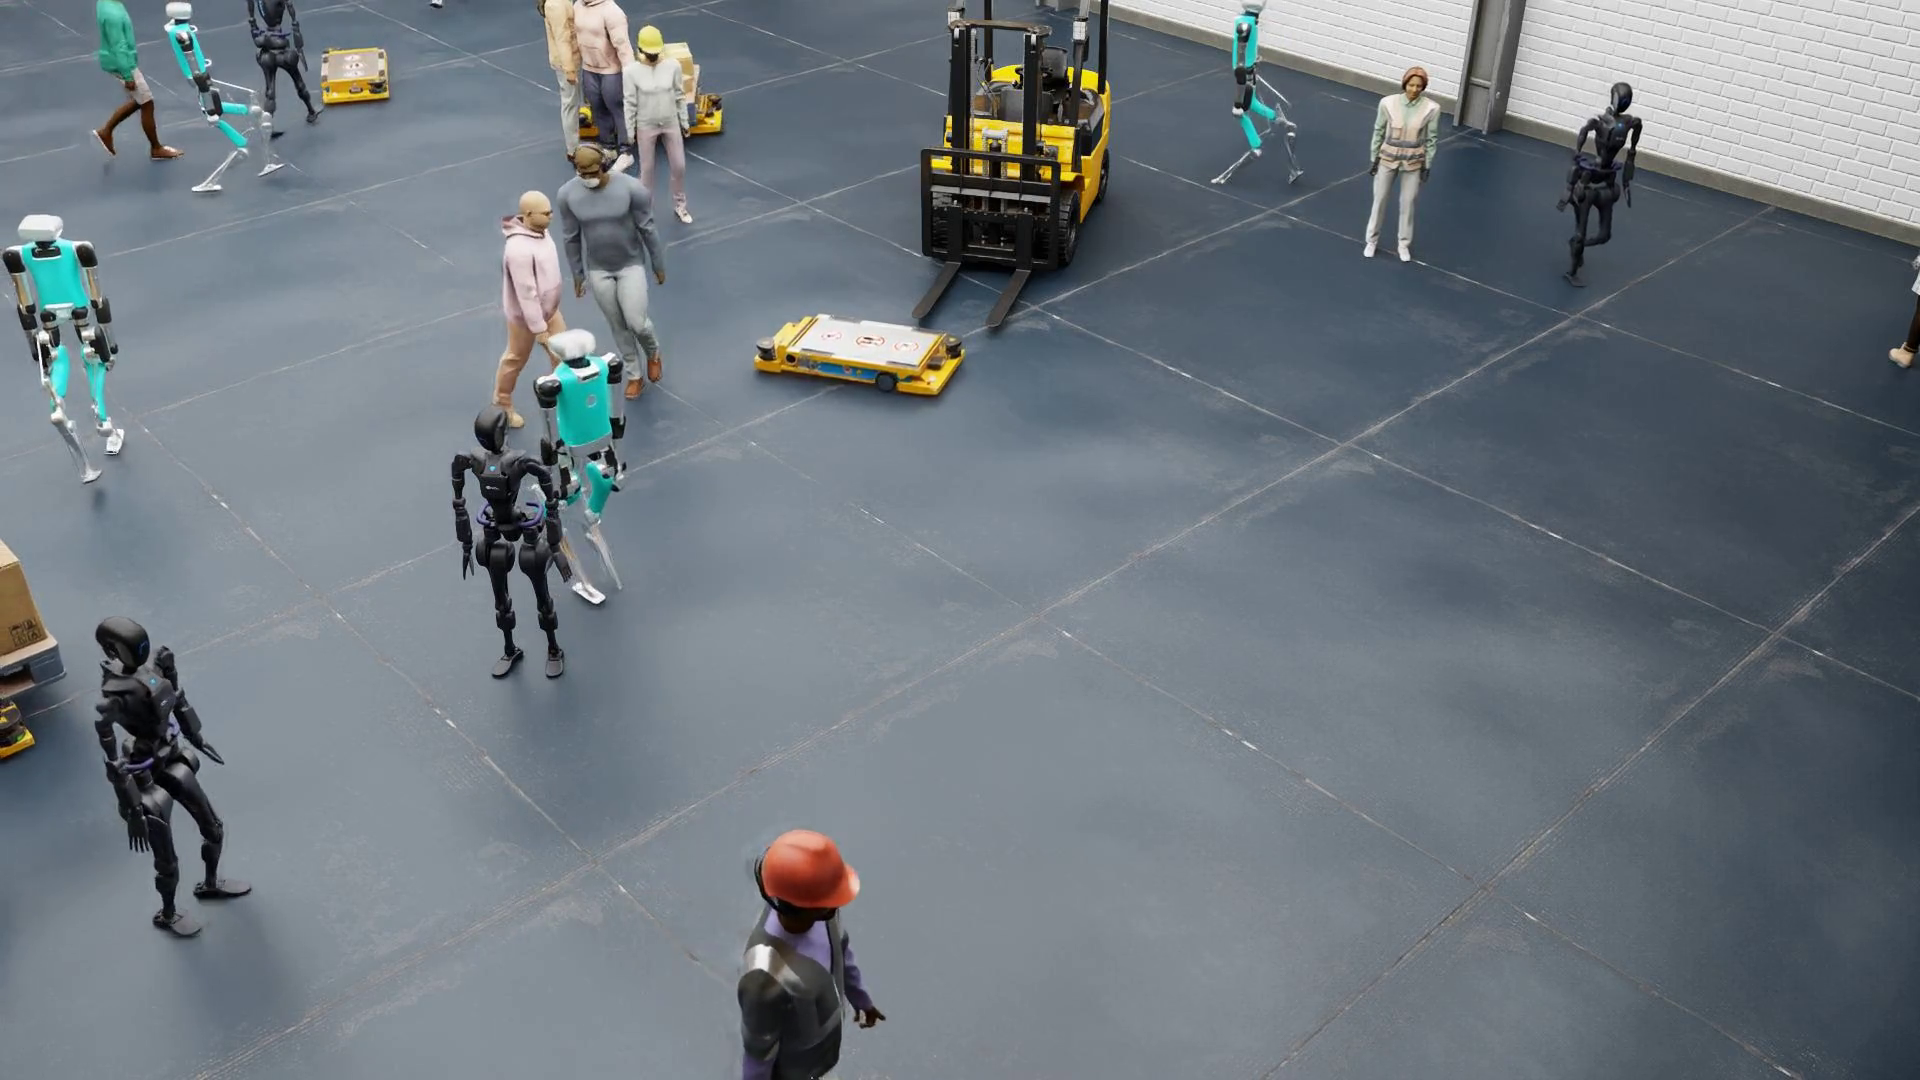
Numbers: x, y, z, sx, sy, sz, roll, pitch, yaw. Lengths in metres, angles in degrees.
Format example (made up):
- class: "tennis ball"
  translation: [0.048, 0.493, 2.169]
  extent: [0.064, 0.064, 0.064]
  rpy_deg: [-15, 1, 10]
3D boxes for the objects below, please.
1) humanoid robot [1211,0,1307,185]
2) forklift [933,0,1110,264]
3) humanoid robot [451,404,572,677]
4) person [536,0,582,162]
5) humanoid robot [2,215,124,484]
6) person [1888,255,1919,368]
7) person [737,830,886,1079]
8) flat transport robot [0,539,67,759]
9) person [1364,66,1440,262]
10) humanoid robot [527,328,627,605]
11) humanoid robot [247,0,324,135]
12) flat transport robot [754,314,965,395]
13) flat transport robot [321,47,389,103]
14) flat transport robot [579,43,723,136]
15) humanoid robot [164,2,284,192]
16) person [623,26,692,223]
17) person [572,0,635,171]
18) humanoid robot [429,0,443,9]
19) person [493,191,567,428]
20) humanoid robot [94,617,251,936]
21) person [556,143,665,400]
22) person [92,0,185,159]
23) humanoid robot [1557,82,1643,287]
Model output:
- class: "humanoid robot"
  translation: [2.808, -3.994, 15.027]
  extent: [1.041, 1.792, 0.531]
  rpy_deg: [8, 34, 13]
- class: "forklift"
  translation: [0.570, -3.725, 14.138]
  extent: [1.214, 2.155, 2.313]
  rpy_deg: [9, 34, 13]
- class: "humanoid robot"
  translation: [-2.370, 0.019, 8.844]
  extent: [0.599, 1.653, 0.315]
  rpy_deg: [2, 33, 3]
- class: "person"
  translation: [-3.704, -4.497, 15.614]
  extent: [0.402, 1.875, 0.565]
  rpy_deg: [-6, 34, -9]
- class: "humanoid robot"
  translation: [-5.672, -1.112, 10.595]
  extent: [0.533, 1.780, 1.029]
  rpy_deg: [-9, 34, -13]
- class: "person"
  translation: [7.161, -2.024, 11.973]
  extent: [0.535, 1.696, 0.318]
  rpy_deg: [4, 33, 6]
- class: "person"
  translation: [-0.503, 1.775, 5.872]
  extent: [1.038, 1.985, 0.627]
  rpy_deg: [7, 34, 11]
- class: "flat transport robot"
  translation: [-5.539, 0.845, 8.874]
  extent: [0.659, 0.231, 1.431]
  rpy_deg: [-28, 42, -36]
- class: "person"
  translation: [3.622, -3.085, 13.666]
  extent: [0.514, 1.633, 0.316]
  rpy_deg: [9, 34, 13]
- class: "humanoid robot"
  translation: [-2.218, -0.396, 9.488]
  extent: [0.667, 1.847, 0.546]
  rpy_deg: [28, 42, 36]
- class: "humanoid robot"
  translation: [-6.726, -4.842, 16.366]
  extent: [0.584, 1.626, 0.810]
  rpy_deg: [8, 34, 13]
- class: "flat transport robot"
  translation: [-0.740, -1.381, 12.296]
  extent: [1.431, 0.231, 0.659]
  rpy_deg: [10, 34, 15]
- class: "flat transport robot"
  translation: [-6.500, -5.011, 17.874]
  extent: [0.659, 0.231, 1.431]
  rpy_deg: [-9, 34, -14]
- class: "flat transport robot"
  translation: [-3.124, -4.277, 16.746]
  extent: [1.431, 0.231, 0.659]
  rpy_deg: [-2, 33, -4]
- class: "humanoid robot"
  translation: [-6.575, -3.986, 14.989]
  extent: [1.030, 1.754, 0.544]
  rpy_deg: [-18, 37, -25]
- class: "person"
  translation: [-2.579, -3.529, 14.246]
  extent: [0.550, 1.758, 0.365]
  rpy_deg: [-14, 35, -20]
- class: "person"
  translation: [-3.314, -4.395, 15.476]
  extent: [0.809, 1.856, 0.436]
  rpy_deg: [19, 37, 26]
- class: "humanoid robot"
  translation: [-6.270, -7.289, 20.039]
  extent: [0.545, 1.727, 1.037]
  rpy_deg: [2, 33, 3]
- class: "person"
  translation: [-2.847, -1.520, 11.178]
  extent: [0.974, 1.726, 0.545]
  rpy_deg: [8, 34, 12]
- class: "humanoid robot"
  translation: [-3.539, 1.018, 7.320]
  extent: [0.350, 1.642, 0.601]
  rpy_deg: [5, 33, 8]
- class: "person"
  translation: [-2.401, -1.865, 11.538]
  extent: [0.667, 1.904, 0.451]
  rpy_deg: [2, 33, 3]
- class: "person"
  translation: [-7.850, -4.407, 15.515]
  extent: [0.678, 1.823, 0.546]
  rpy_deg: [-14, 36, -21]
- class: "humanoid robot"
  translation: [5.060, -2.874, 13.303]
  extent: [0.612, 1.636, 0.477]
  rpy_deg: [-6, 34, -10]
